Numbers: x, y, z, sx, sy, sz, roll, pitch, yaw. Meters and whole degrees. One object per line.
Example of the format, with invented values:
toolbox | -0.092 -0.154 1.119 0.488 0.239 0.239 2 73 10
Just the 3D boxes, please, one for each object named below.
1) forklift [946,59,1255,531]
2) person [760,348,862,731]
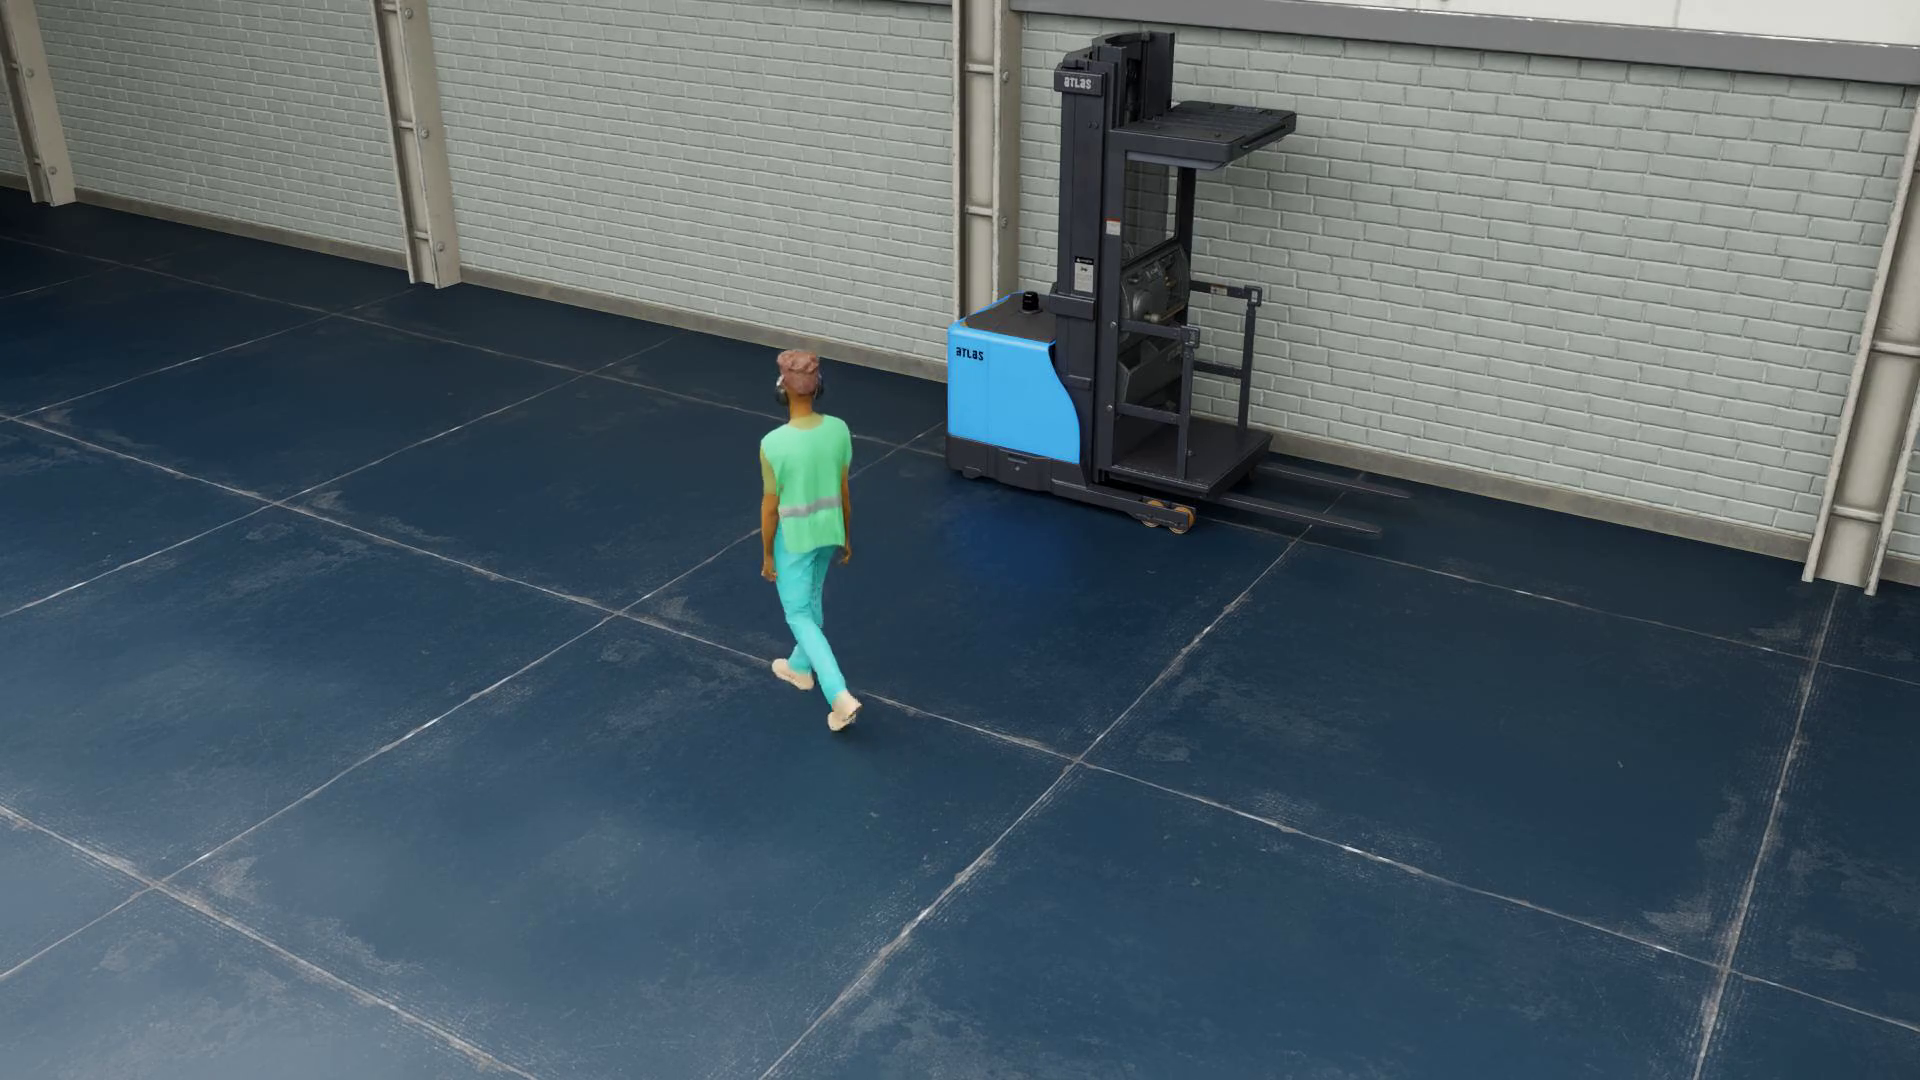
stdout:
forklift | 0.933 -1.707 10.833 1.873 2.768 1.129 15 29 28
person | -0.739 0.001 8.297 0.492 1.951 0.873 -18 31 -33
